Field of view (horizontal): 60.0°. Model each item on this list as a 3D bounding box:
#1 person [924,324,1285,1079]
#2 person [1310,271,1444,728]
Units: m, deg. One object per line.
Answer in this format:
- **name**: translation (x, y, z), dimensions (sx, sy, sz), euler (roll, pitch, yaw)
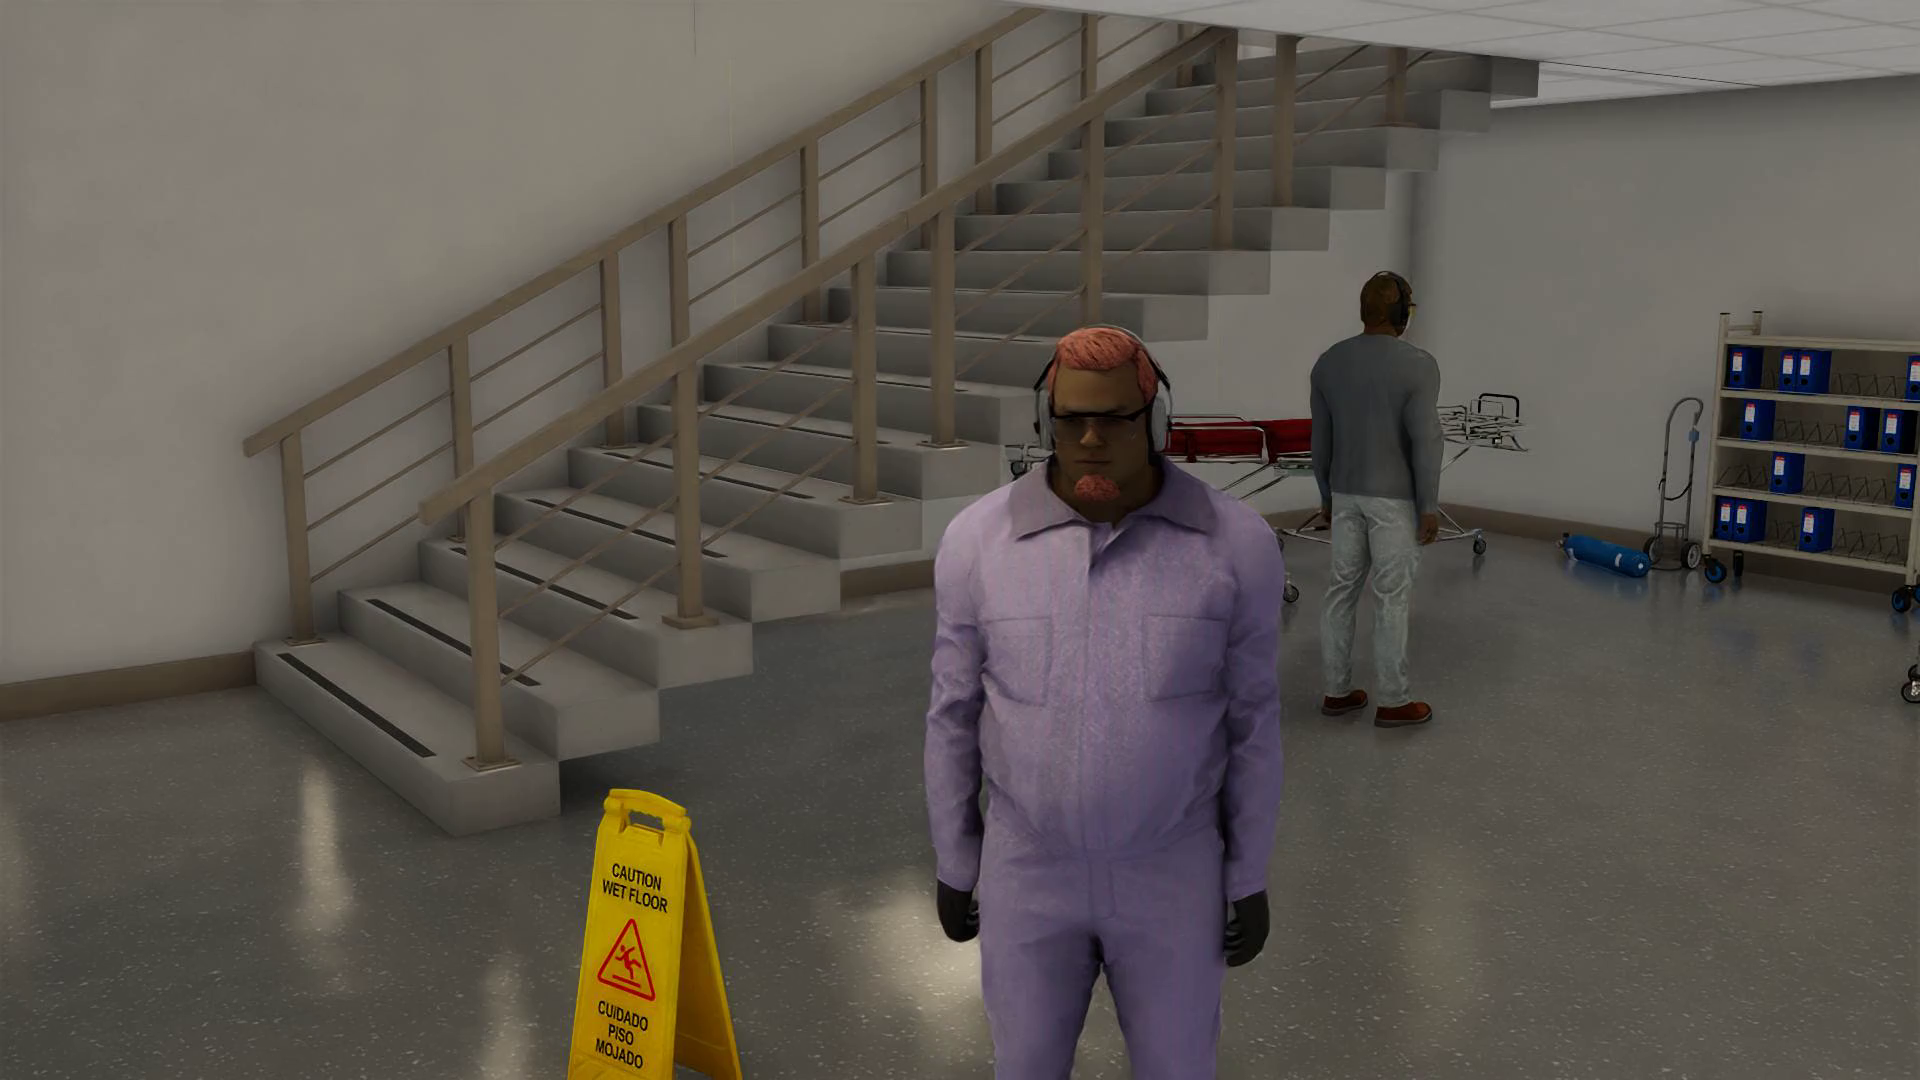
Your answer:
- **person**: translation (0.249, 0.570, 2.975), dimensions (0.643, 1.900, 0.404), euler (1, 10, 8)
- **person**: translation (1.780, -0.170, 7.117), dimensions (0.373, 1.940, 0.629), euler (-9, 13, -41)
